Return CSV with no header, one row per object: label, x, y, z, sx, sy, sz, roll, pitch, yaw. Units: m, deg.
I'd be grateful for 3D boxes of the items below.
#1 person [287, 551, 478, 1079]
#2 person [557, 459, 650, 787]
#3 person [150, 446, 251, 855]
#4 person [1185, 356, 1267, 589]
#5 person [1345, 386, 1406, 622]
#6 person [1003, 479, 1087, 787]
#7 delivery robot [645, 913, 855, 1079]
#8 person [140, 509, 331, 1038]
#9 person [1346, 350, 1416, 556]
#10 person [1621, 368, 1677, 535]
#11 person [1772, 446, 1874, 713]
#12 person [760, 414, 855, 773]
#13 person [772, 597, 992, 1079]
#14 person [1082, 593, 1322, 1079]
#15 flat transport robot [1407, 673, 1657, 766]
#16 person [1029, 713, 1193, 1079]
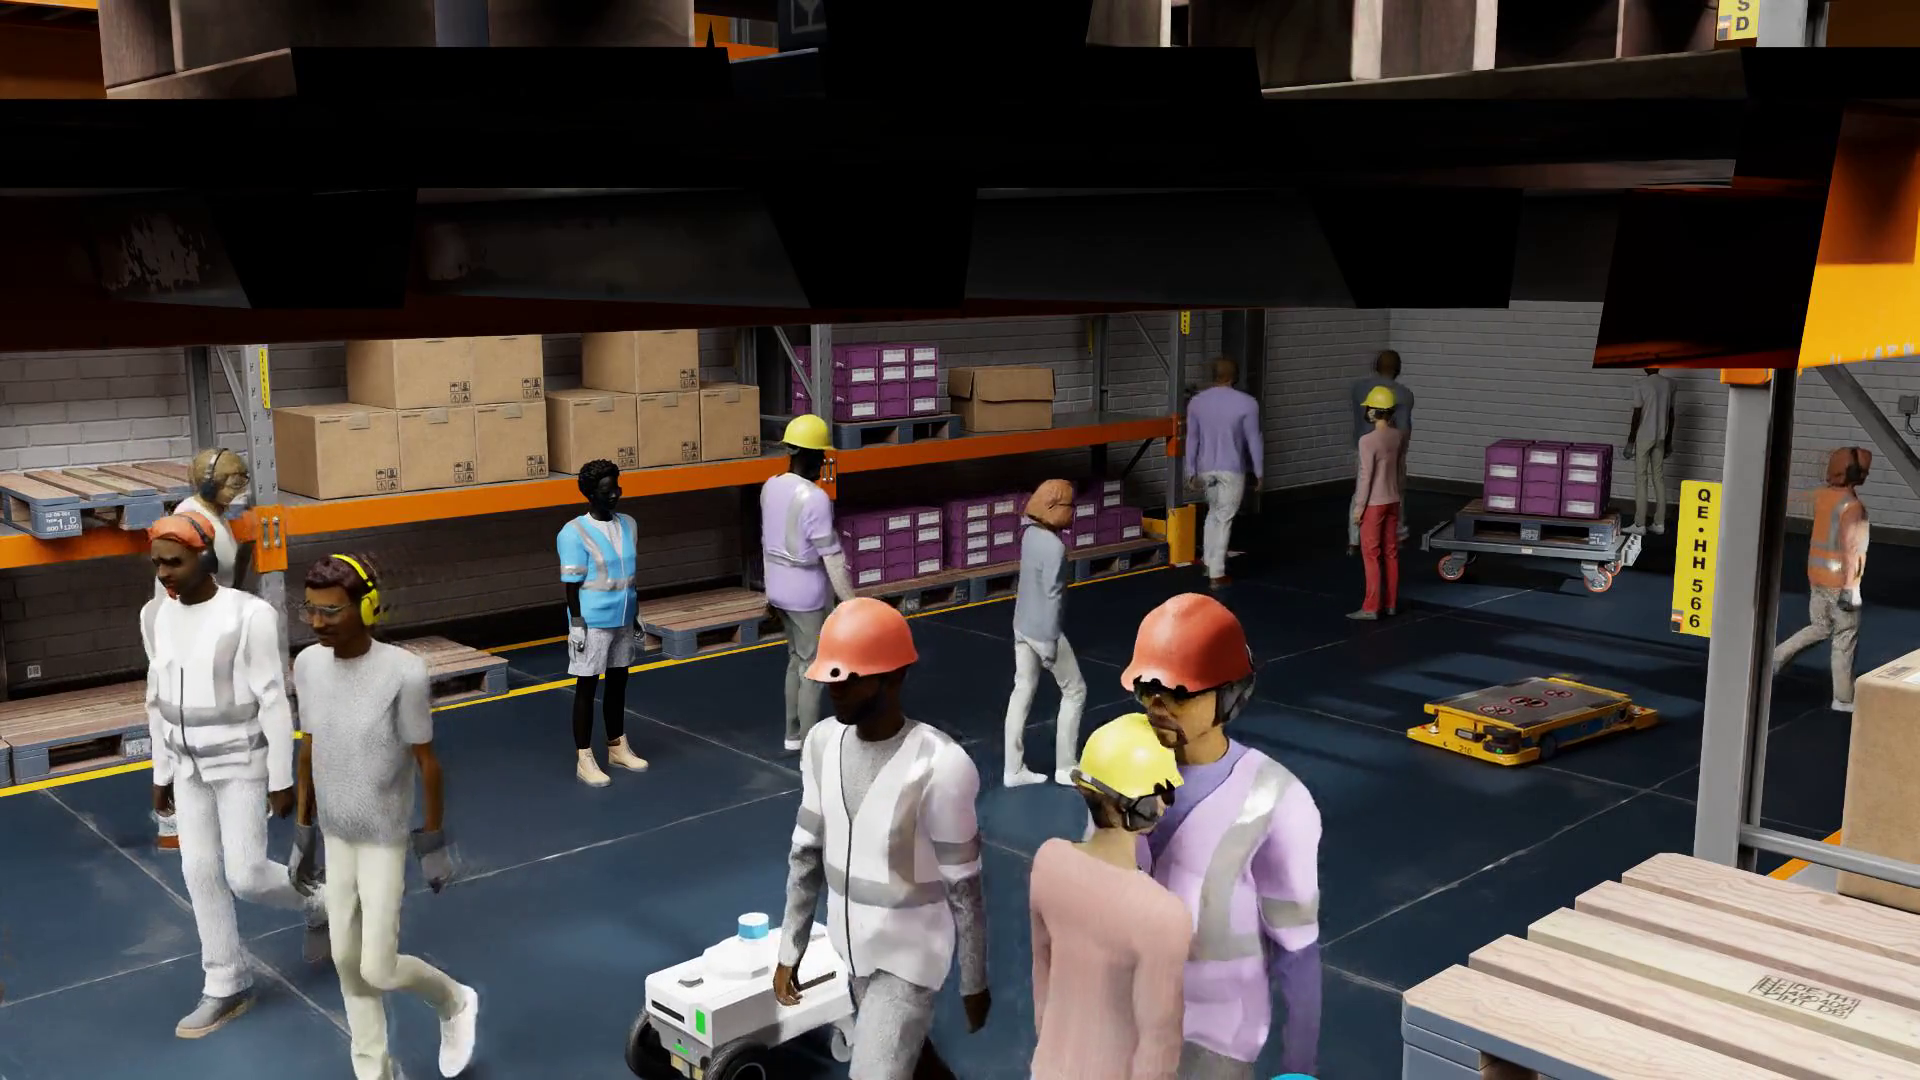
person,-1.853,0.929,5.281,0.516,1.847,0.490,4,11,24
person,-1.856,0.421,8.684,0.318,1.697,0.535,6,11,30
person,-3.460,0.513,7.578,0.543,1.894,0.659,-3,10,-19
person,2.219,-0.562,13.806,0.650,1.919,0.640,8,13,40
person,3.134,-0.269,12.508,0.533,1.772,0.298,-8,13,-40
person,0.494,0.481,8.555,0.615,1.608,0.519,-4,10,-20
delivery robot,-0.680,1.483,5.526,0.477,0.478,0.707,9,13,44
person,-2.598,0.796,5.988,0.607,1.867,0.645,4,10,21
person,3.898,-0.806,15.332,0.639,1.887,1.013,8,13,39
person,6.779,-0.974,16.361,0.534,1.863,0.310,-3,10,-15
person,5.172,0.240,9.943,0.628,1.622,0.522,0,10,3
person,-0.799,0.287,8.846,0.468,1.911,0.597,-6,11,-31
person,-0.199,1.063,4.400,0.564,1.883,1.010,9,13,43
person,0.611,1.080,3.935,0.967,2.011,0.601,-8,13,-40
flat transport robot,3.269,1.000,9.461,1.431,0.197,0.652,-7,12,-36
person,0.269,1.248,3.760,0.859,1.735,0.529,-7,12,-37
